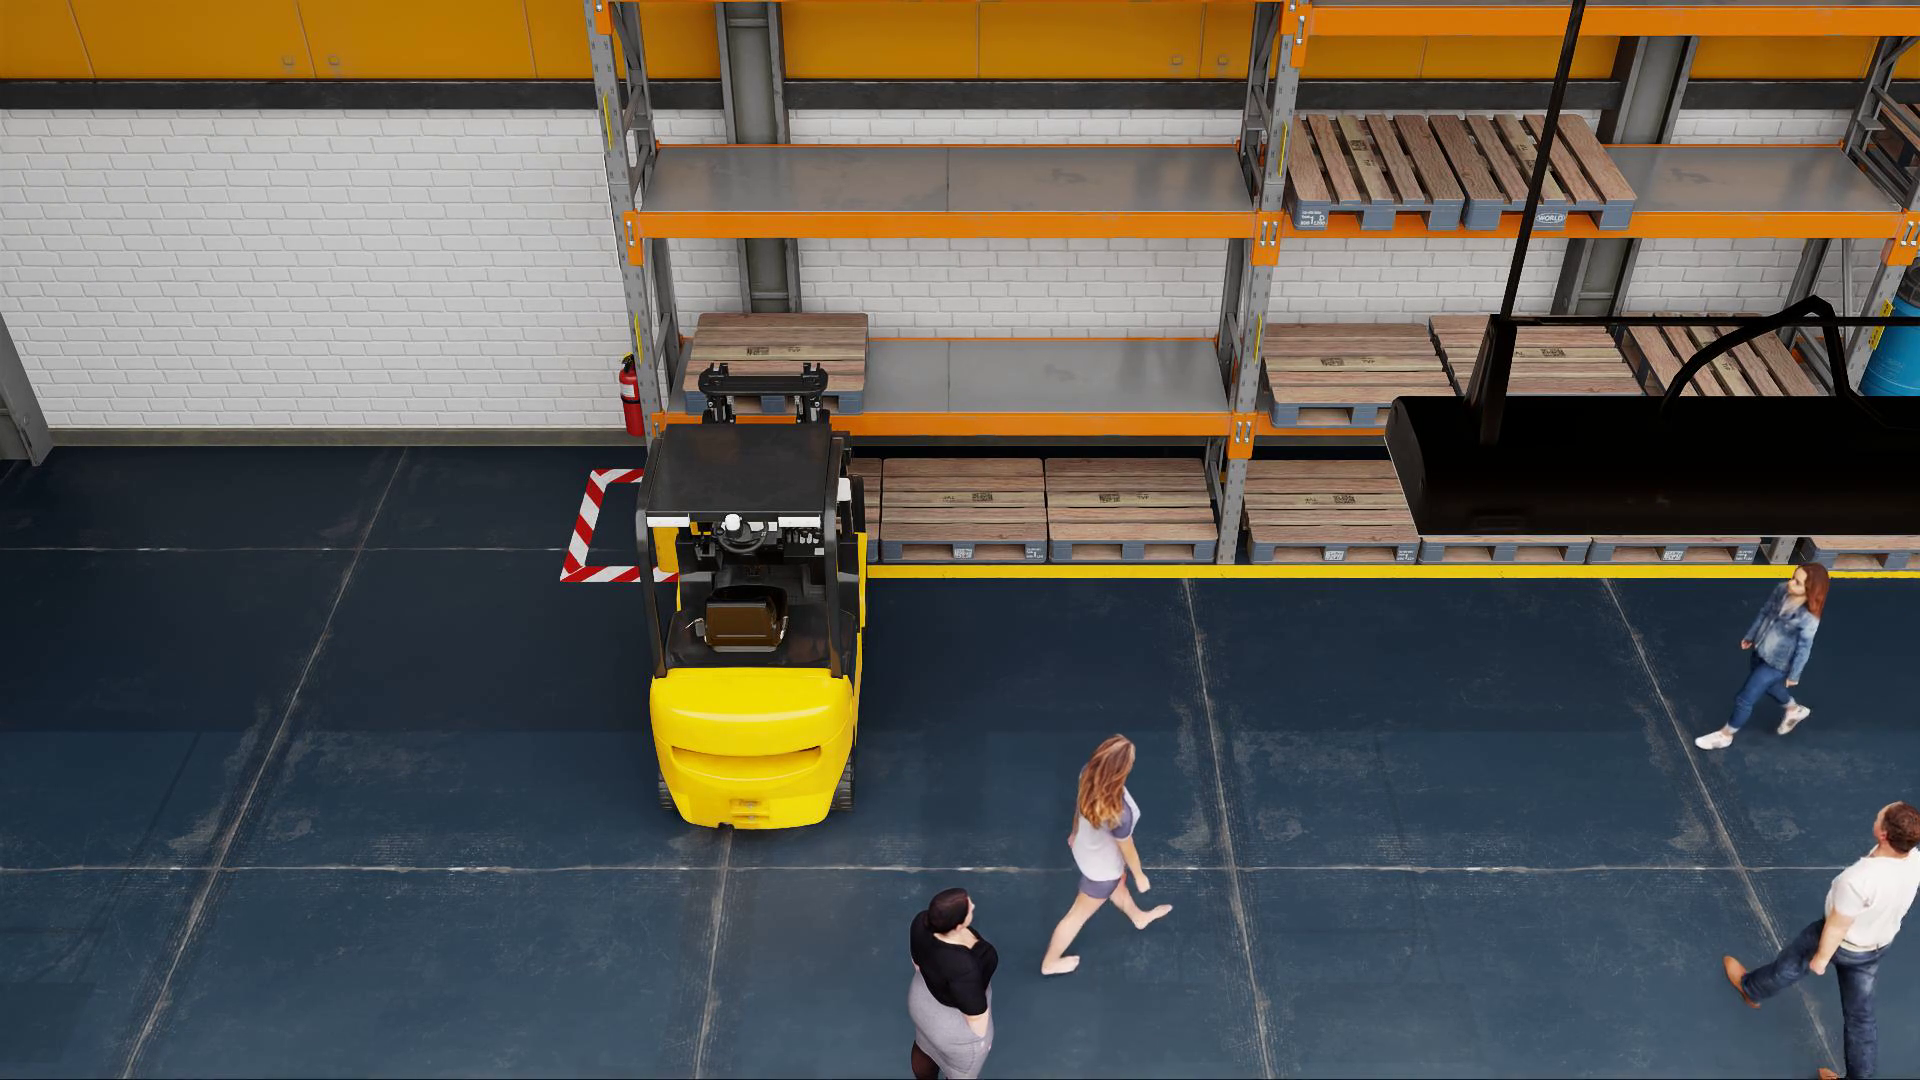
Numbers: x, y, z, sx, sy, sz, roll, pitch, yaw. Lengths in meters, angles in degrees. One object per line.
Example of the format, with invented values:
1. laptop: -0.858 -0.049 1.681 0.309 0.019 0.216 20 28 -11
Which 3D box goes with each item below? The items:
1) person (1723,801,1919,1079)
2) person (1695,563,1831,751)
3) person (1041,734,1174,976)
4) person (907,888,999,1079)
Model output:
1. person: 4.454 2.070 8.202 1.284 1.801 1.020 -11 40 -14
2. person: 5.051 0.709 10.185 0.962 1.453 0.607 -3 39 -4
3. person: 0.654 1.713 8.745 1.111 1.682 0.811 -11 40 -14
4. person: -0.058 2.280 7.972 0.811 1.760 0.777 -25 45 -28
